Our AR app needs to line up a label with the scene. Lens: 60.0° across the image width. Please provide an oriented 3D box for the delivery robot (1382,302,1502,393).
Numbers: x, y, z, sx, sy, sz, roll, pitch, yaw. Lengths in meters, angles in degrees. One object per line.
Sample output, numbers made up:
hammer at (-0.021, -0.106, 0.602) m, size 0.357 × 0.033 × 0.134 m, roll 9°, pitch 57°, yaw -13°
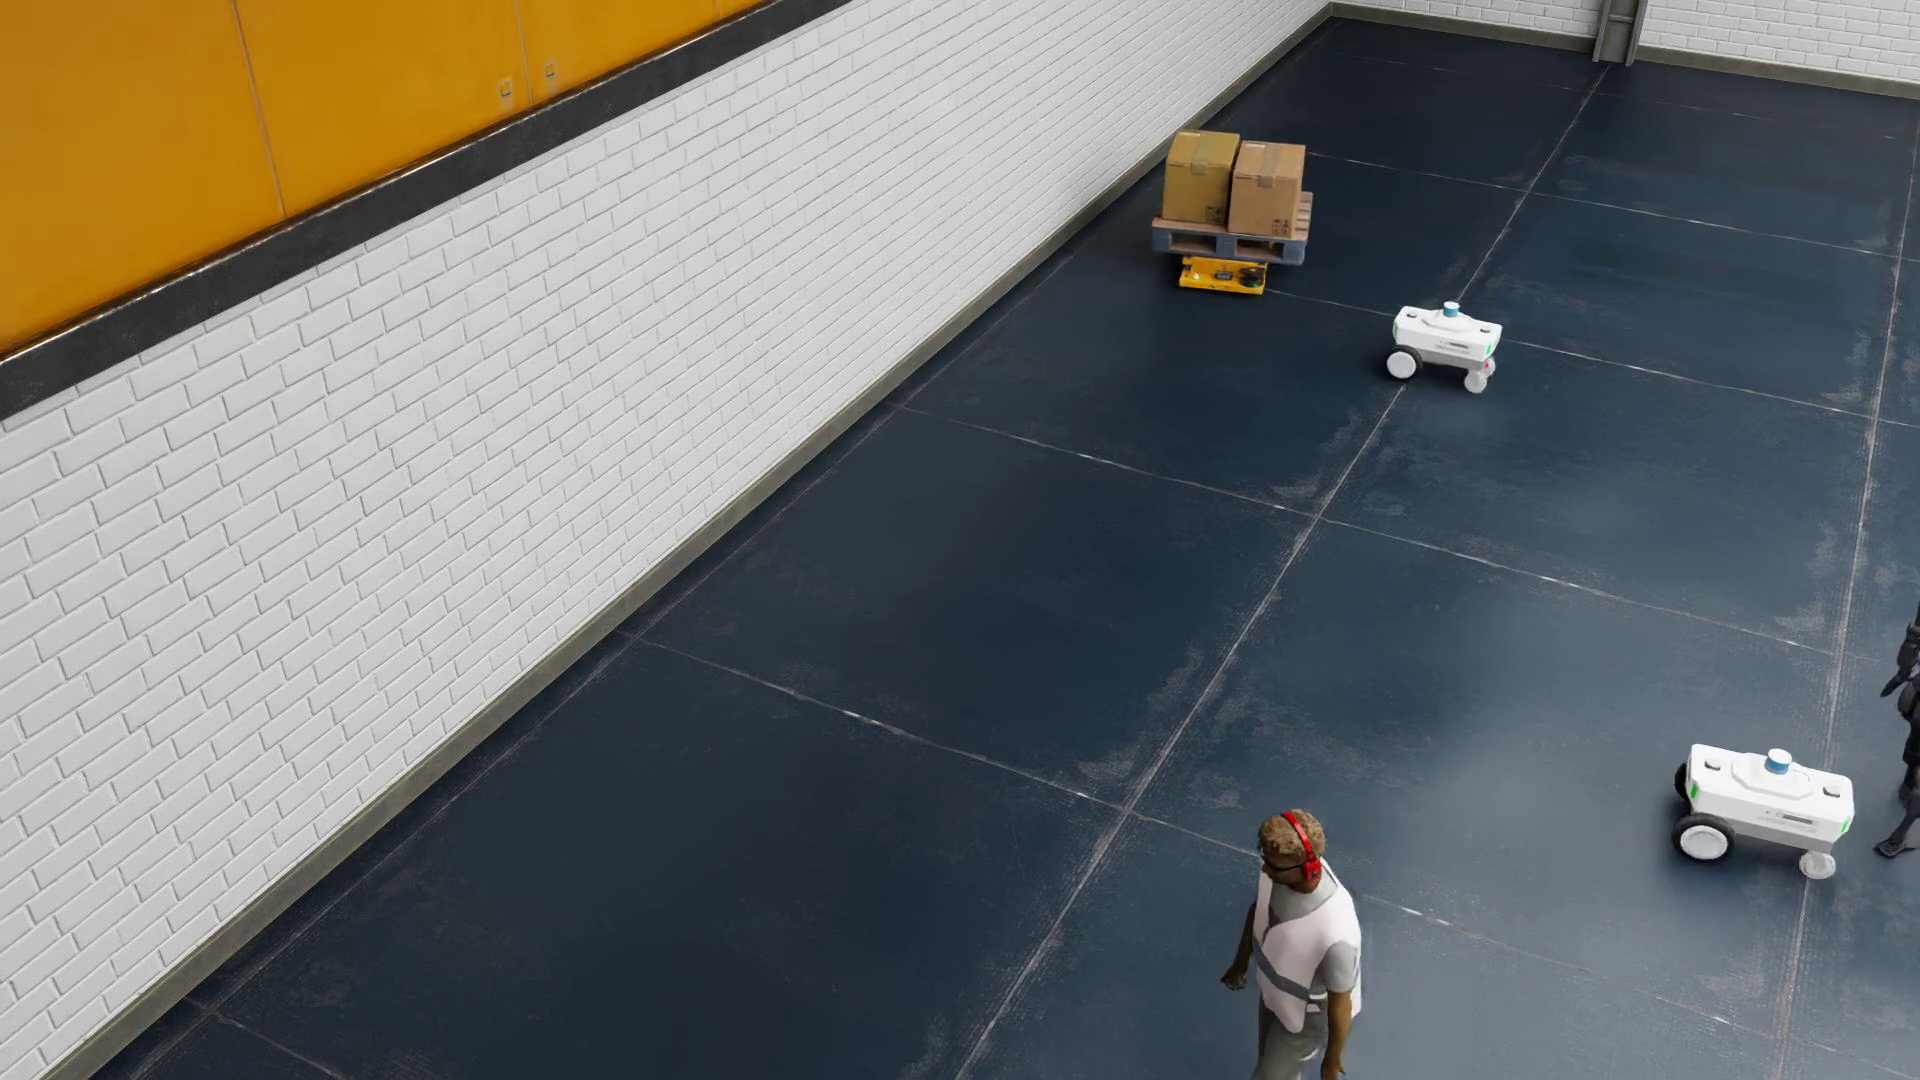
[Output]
delivery robot at (3.438, -1.411, 11.795) m, size 0.739 × 0.566 × 0.499 m, roll 16°, pitch 37°, yaw 22°

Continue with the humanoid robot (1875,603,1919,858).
humanoid robot at (4.641, 0.698, 7.695) m, size 0.702 × 1.624 × 0.610 m, roll -26°, pitch 42°, yaw -33°

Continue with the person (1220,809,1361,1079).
person at (1.202, 1.688, 6.068) m, size 0.461 × 1.823 × 0.580 m, roll -7°, pitch 35°, yaw -11°

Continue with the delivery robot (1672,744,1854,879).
delivery robot at (3.791, 1.237, 7.865) m, size 0.769 × 0.577 × 0.499 m, roll 12°, pitch 36°, yaw 17°

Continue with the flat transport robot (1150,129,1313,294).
flat transport robot at (2.203, -2.394, 13.540) m, size 0.659 × 0.231 × 1.431 m, roll 8°, pitch 35°, yaw 11°
